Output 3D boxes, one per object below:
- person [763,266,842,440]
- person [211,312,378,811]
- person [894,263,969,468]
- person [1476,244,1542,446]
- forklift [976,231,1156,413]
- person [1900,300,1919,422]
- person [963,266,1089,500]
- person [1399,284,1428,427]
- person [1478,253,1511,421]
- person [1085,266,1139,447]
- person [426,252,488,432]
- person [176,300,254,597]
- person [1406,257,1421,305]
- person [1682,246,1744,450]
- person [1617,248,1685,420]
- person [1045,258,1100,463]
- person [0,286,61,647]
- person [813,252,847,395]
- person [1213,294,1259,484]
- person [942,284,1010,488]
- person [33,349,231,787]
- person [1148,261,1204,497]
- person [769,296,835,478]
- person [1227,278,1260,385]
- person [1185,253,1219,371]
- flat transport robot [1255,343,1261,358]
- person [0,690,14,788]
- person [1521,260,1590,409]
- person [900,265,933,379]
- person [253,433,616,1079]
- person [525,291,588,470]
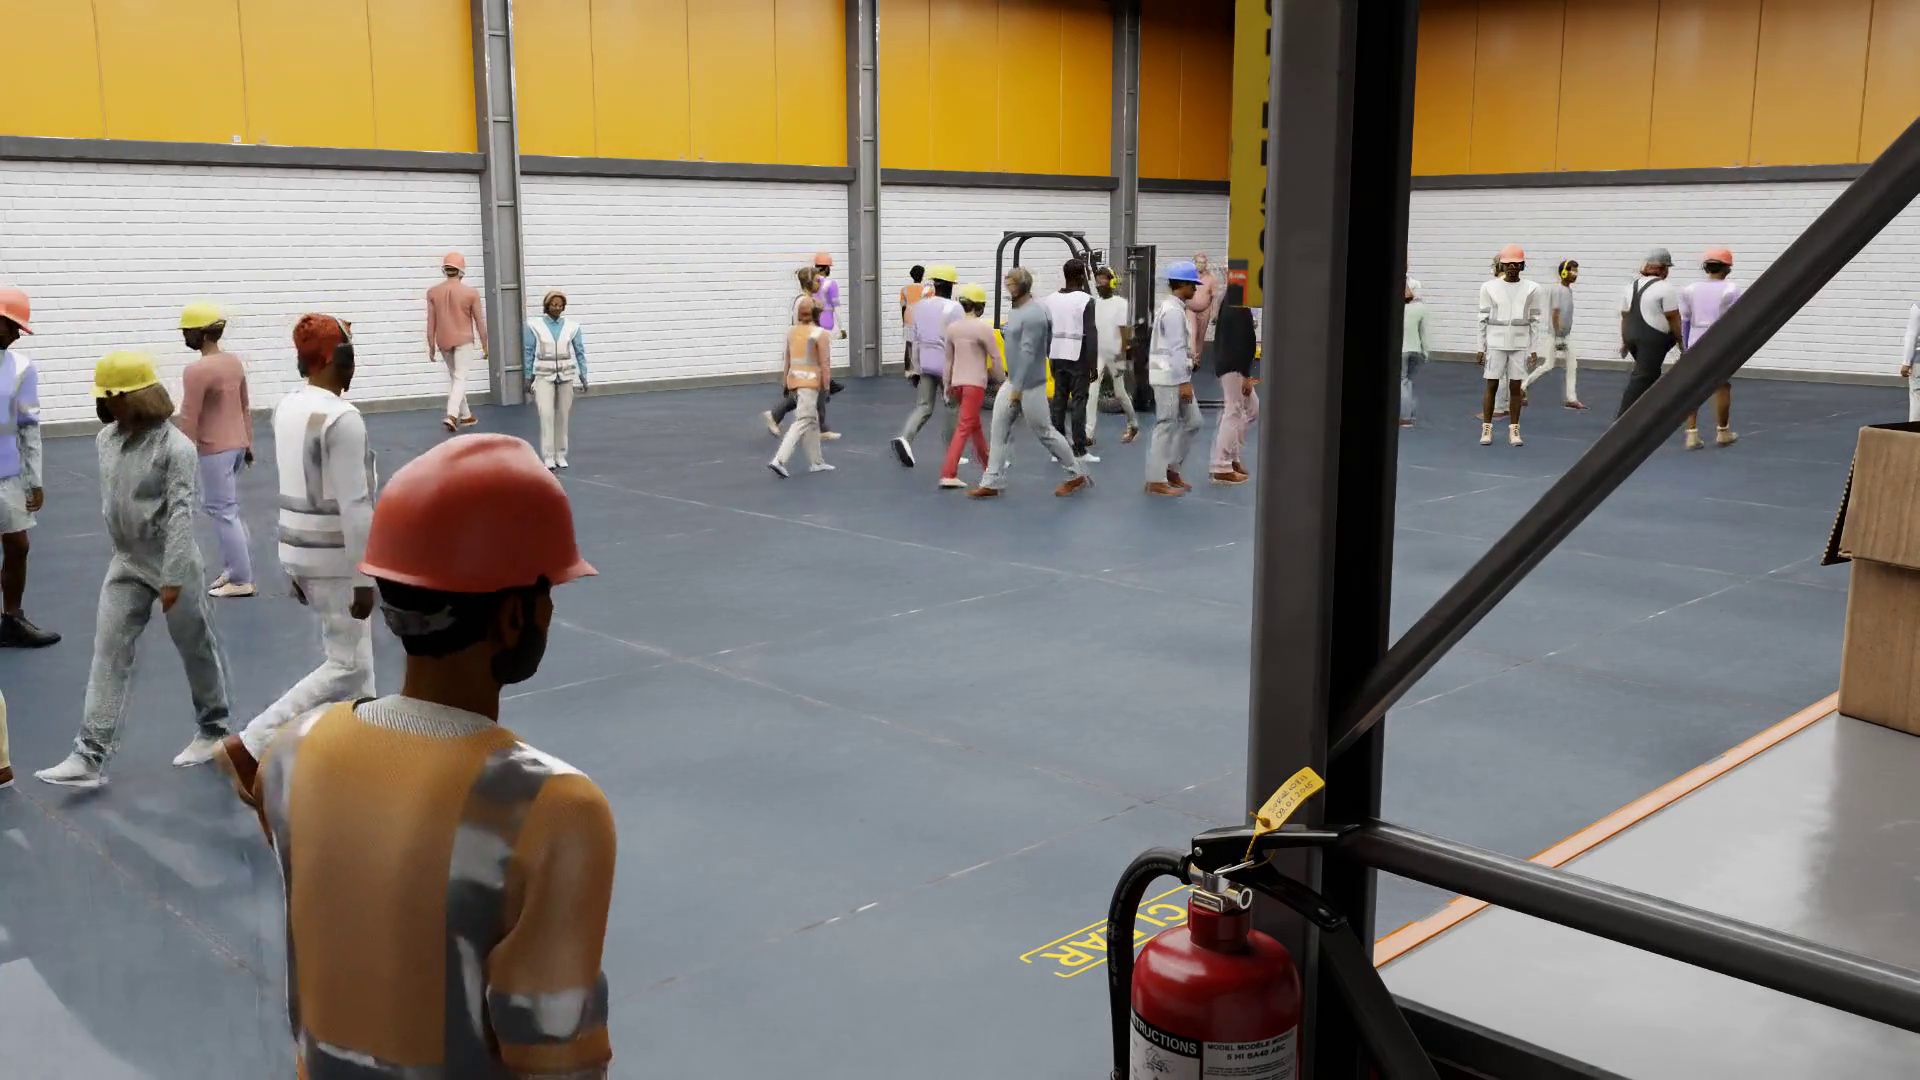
[{"bbox_3d":[-1.635,-1.914,17.184,0.742,1.824,0.523,-1,10,-3],"label":"person"},{"bbox_3d":[-2.414,0.098,6.129,0.725,1.856,0.578,-10,14,-43],"label":"person"},{"bbox_3d":[-0.260,-1.587,15.236,0.593,1.895,0.848,8,13,36],"label":"person"},{"bbox_3d":[5.557,-1.968,16.872,0.611,2.043,0.375,2,11,12],"label":"person"},{"bbox_3d":[1.222,-2.721,20.561,2.313,2.155,1.214,2,11,13],"label":"forklift"},{"bbox_3d":[9.655,-1.797,16.543,0.592,1.826,0.403,-2,11,-9],"label":"person"},{"bbox_3d":[0.574,-1.258,13.432,1.020,1.897,0.634,-4,11,-19],"label":"person"},{"bbox_3d":[4.958,-2.081,18.650,0.523,1.606,0.522,-4,11,-20],"label":"person"},{"bbox_3d":[6.264,-2.349,19.237,0.635,1.936,0.356,-10,14,-42],"label":"person"},{"bbox_3d":[1.546,-1.861,16.896,0.545,1.826,0.955,9,14,41],"label":"person"},{"bbox_3d":[-5.531,-2.175,18.258,0.634,1.955,0.994,1,10,6],"label":"person"},{"bbox_3d":[-4.407,-0.523,9.765,0.478,1.747,0.554,1,10,6],"label":"person"},{"bbox_3d":[6.132,-3.038,23.167,0.594,1.888,0.972,3,11,14],"label":"person"},{"bbox_3d":[7.570,-1.922,16.688,0.933,2.005,0.623,-10,14,-43],"label":"person"},{"bbox_3d":[7.613,-2.201,18.147,1.042,2.000,0.695,-2,11,-12],"label":"person"},{"bbox_3d":[1.044,-1.673,15.605,0.593,1.918,0.391,9,14,42],"label":"person"},{"bbox_3d":[-4.975,-0.320,8.351,0.705,1.889,0.375,-10,14,-43],"label":"person"},{"bbox_3d":[-1.754,-2.829,21.949,0.548,1.891,0.947,8,13,38],"label":"person"},{"bbox_3d":[2.404,-1.454,14.258,0.512,1.968,0.662,0,10,1],"label":"person"},{"bbox_3d":[0.144,-1.314,14.192,0.915,1.720,0.523,-9,14,-41],"label":"person"},{"bbox_3d":[-3.177,0.121,6.402,0.499,1.689,0.889,4,11,19],"label":"person"},{"bbox_3d":[1.773,-1.300,13.570,0.491,1.921,0.658,3,11,16],"label":"person"},{"bbox_3d":[-1.414,-1.354,14.740,0.529,1.601,0.782,10,15,44],"label":"person"},{"bbox_3d":[4.061,-3.190,23.821,0.372,1.940,0.630,-5,12,-27],"label":"person"},{"bbox_3d":[3.769,-3.612,26.379,0.654,1.838,1.054,0,10,1],"label":"person"},{"bbox_3d":[5.241,-3.332,29.145,0.652,0.197,1.431,1,10,7],"label":"flat transport robot"},{"bbox_3d":[-3.868,0.169,6.333,0.507,1.631,0.270,9,14,41],"label":"person"},{"bbox_3d":[7.359,-2.542,20.577,0.526,1.840,0.867,-10,14,-42],"label":"person"},{"bbox_3d":[-0.632,-3.229,24.713,0.530,1.692,0.321,3,11,17],"label":"person"},{"bbox_3d":[-0.621,0.800,2.193,0.570,1.882,0.982,5,11,24],"label":"person"},{"bbox_3d":[-3.640,-1.441,15.111,0.545,1.617,0.633,-5,12,-25],"label":"person"}]
